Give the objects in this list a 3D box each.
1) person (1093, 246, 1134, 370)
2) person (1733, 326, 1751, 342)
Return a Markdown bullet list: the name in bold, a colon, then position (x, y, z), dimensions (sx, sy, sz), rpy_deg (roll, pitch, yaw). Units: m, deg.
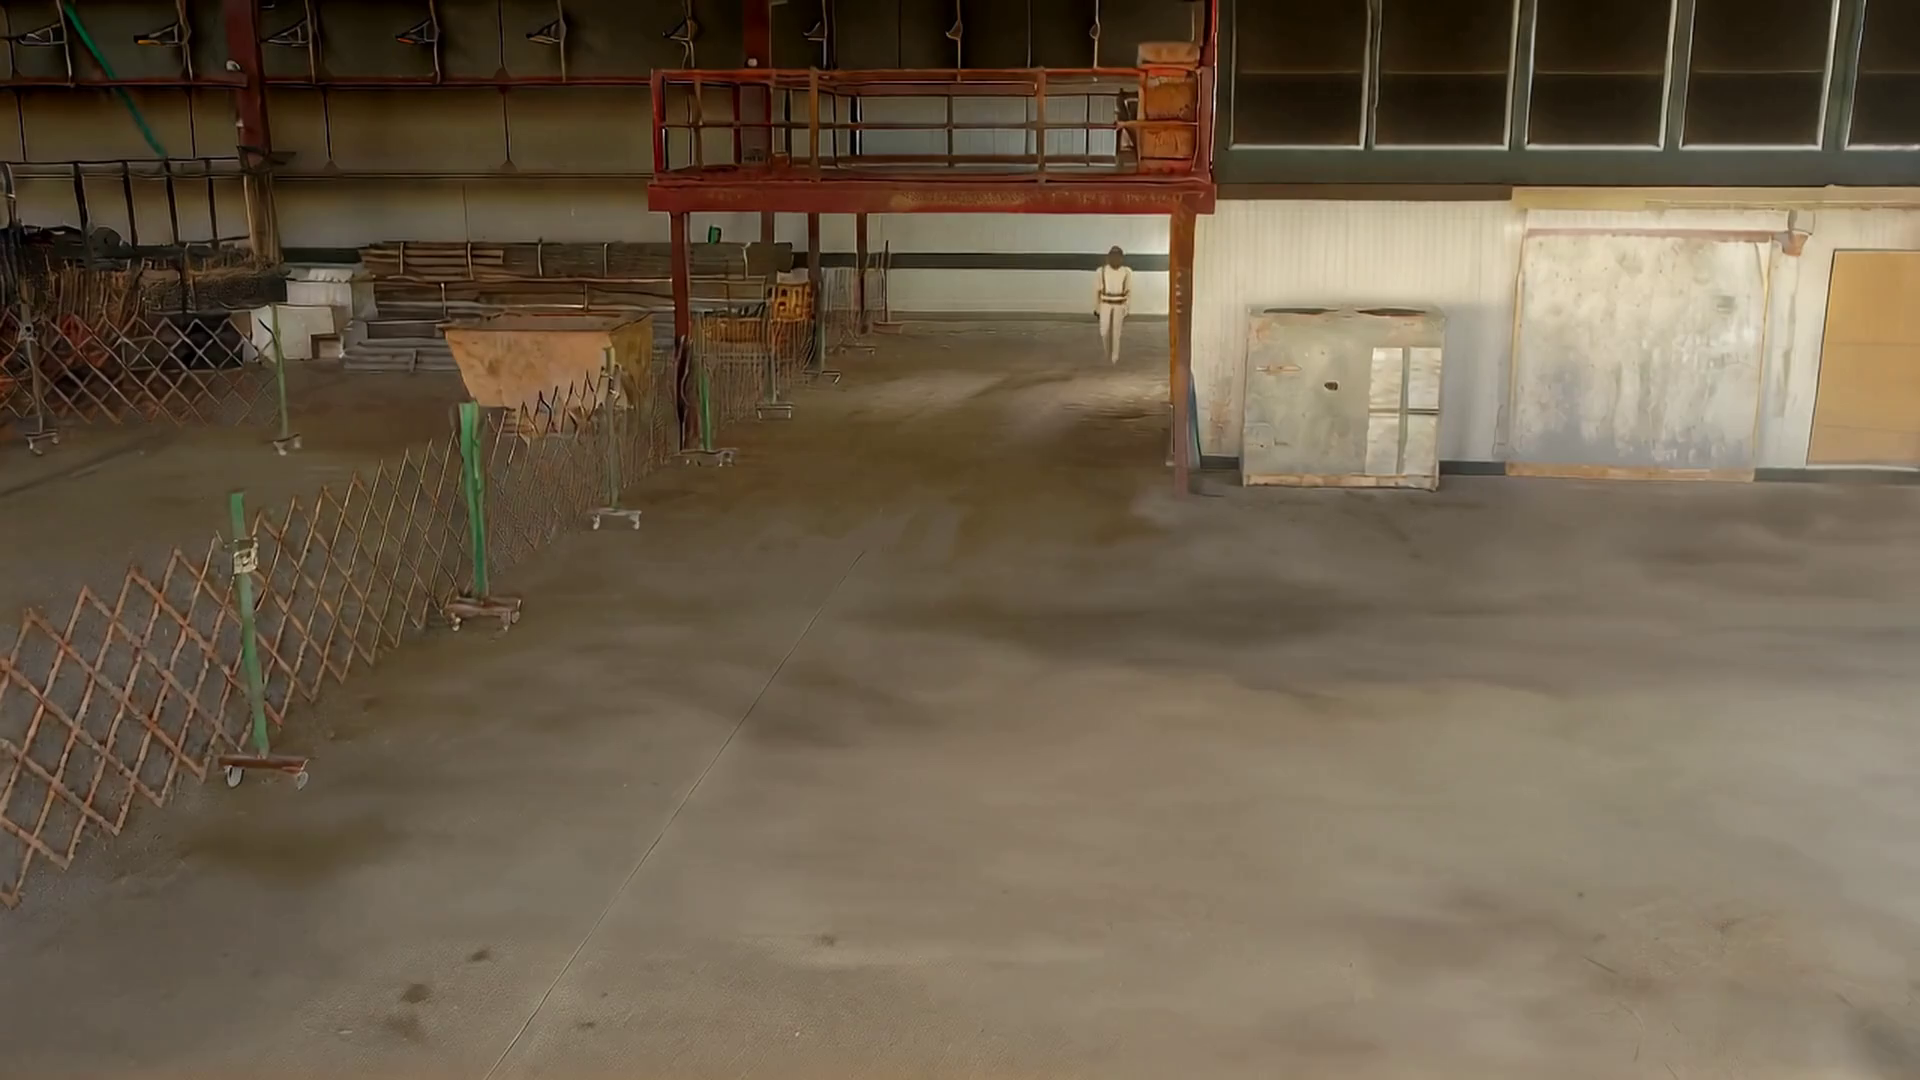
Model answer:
- **person**: position (2.329, -3.512, 25.248), dimensions (0.614, 1.868, 0.452), rpy_deg (2, 14, 7)
- **person**: position (12.781, -3.971, 27.129), dimensions (0.520, 1.865, 0.332), rpy_deg (7, 15, 26)
